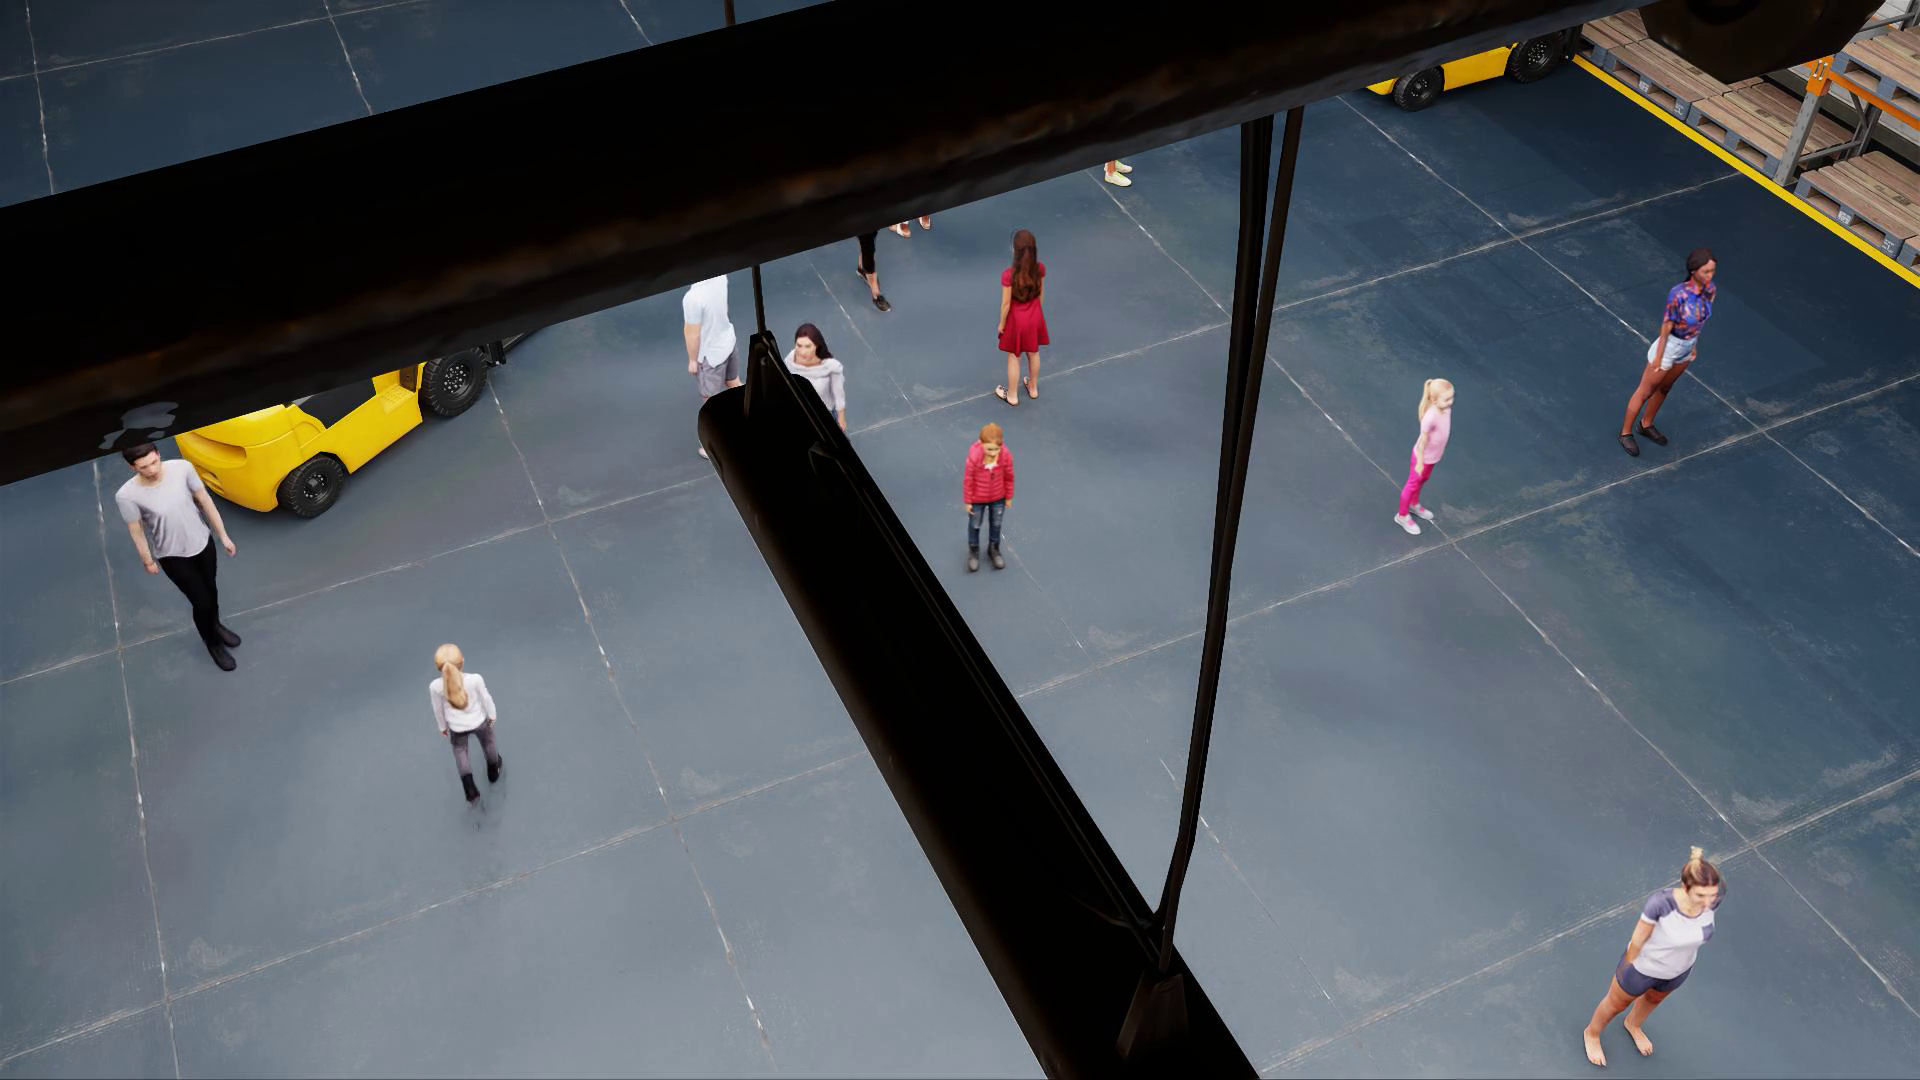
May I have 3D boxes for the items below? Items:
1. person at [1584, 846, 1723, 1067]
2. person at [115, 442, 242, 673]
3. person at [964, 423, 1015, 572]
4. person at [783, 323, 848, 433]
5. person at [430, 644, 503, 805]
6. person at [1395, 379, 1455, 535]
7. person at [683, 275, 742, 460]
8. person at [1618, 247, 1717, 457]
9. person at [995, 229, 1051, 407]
[{"bbox_3d":[3.659,2.197,8.724,0.638,1.624,0.613,-8,44,-8],"label":"person"},{"bbox_3d":[-5.111,0.006,10.865,0.863,1.844,0.810,28,50,26],"label":"person"},{"bbox_3d":[0.187,-0.315,11.590,0.557,1.309,0.567,-6,44,-6],"label":"person"},{"bbox_3d":[-1.029,-0.930,12.014,0.881,1.613,0.968,10,44,10],"label":"person"},{"bbox_3d":[-2.998,1.127,10.102,0.603,1.273,0.764,-7,44,-7],"label":"person"},{"bbox_3d":[3.352,-0.630,11.949,0.606,1.270,0.567,31,51,28],"label":"person"},{"bbox_3d":[-1.816,-1.411,12.363,0.755,1.828,0.714,18,46,18],"label":"person"},{"bbox_3d":[5.322,-1.420,12.436,0.588,1.742,0.513,-20,47,-19],"label":"person"},{"bbox_3d":[0.485,-1.729,12.896,0.540,1.554,0.603,-20,47,-20],"label":"person"}]
